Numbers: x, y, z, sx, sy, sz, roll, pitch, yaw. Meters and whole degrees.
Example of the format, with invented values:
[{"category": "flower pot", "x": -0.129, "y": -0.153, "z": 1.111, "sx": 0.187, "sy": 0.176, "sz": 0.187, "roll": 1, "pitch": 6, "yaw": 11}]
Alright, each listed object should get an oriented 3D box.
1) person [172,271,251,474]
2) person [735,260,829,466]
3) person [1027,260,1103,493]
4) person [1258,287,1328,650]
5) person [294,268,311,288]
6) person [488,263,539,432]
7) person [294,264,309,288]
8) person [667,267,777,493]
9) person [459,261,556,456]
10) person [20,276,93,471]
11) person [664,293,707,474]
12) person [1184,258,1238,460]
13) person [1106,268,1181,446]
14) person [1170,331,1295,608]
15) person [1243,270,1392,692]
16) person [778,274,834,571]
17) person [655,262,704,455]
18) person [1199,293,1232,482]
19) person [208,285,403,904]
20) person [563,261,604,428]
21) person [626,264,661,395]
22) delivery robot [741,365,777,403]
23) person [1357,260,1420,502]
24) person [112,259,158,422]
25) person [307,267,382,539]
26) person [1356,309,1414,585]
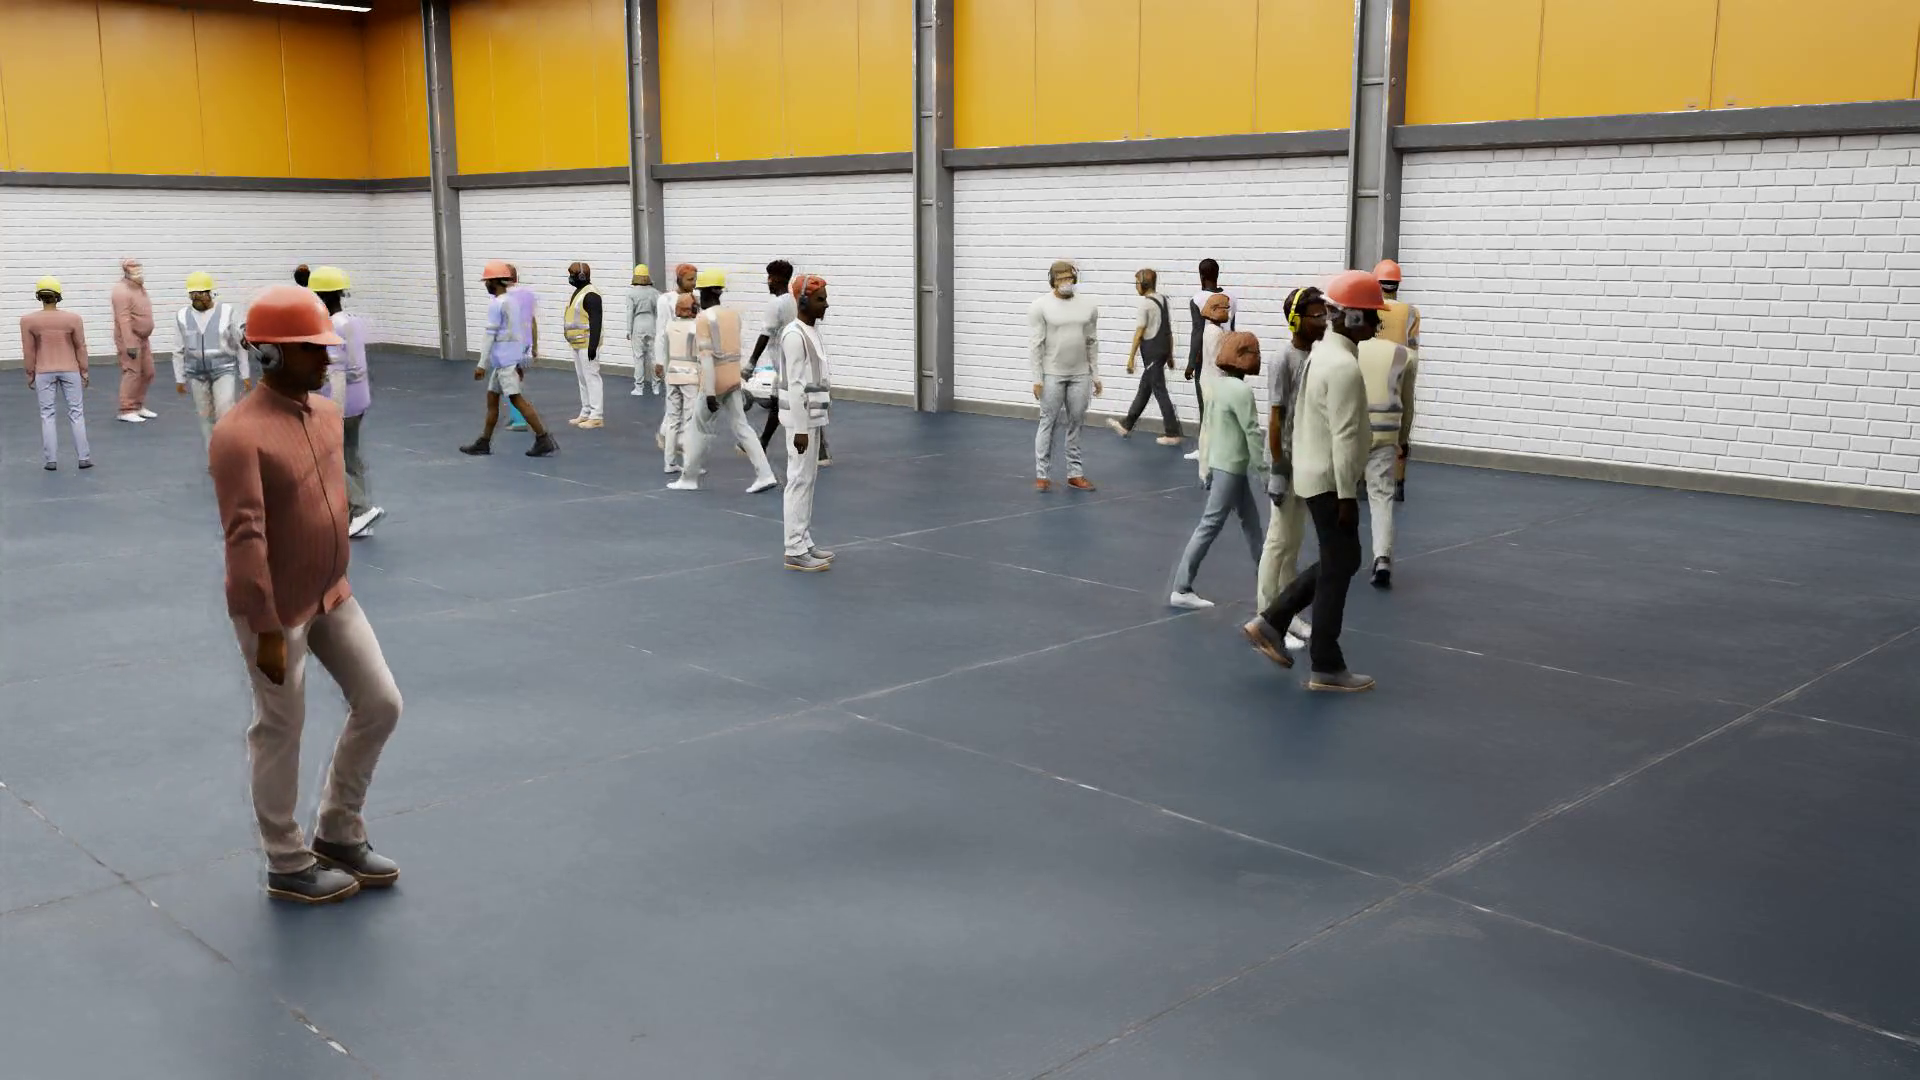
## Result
[{"category": "person", "x": -6.686, "y": -1.482, "z": 14.834, "sx": 0.629, "sy": 1.814, "sz": 0.440, "roll": -1, "pitch": 10, "yaw": -6}, {"category": "person", "x": -1.645, "y": -1.643, "z": 15.477, "sx": 1.035, "sy": 1.905, "sz": 0.613, "roll": 3, "pitch": 11, "yaw": 17}, {"category": "person", "x": 0.873, "y": -1.356, "z": 13.867, "sx": 0.675, "sy": 1.925, "sz": 0.358, "roll": -4, "pitch": 11, "yaw": -20}, {"category": "person", "x": 1.758, "y": -0.378, "z": 8.675, "sx": 0.329, "sy": 1.871, "sz": 0.513, "roll": 7, "pitch": 13, "yaw": 34}, {"category": "person", "x": -9.152, "y": -2.992, "z": 23.478, "sx": 0.824, "sy": 1.655, "sz": 0.554, "roll": -4, "pitch": 11, "yaw": -22}, {"category": "person", "x": -4.948, "y": -2.097, "z": 18.160, "sx": 0.629, "sy": 1.822, "sz": 0.582, "roll": 7, "pitch": 12, "yaw": 32}, {"category": "person", "x": -11.212, "y": -3.894, "z": 28.484, "sx": 0.279, "sy": 1.634, "sz": 0.498, "roll": -8, "pitch": 13, "yaw": -38}, {"category": "person", "x": -1.969, "y": -1.310, "z": 13.760, "sx": 1.013, "sy": 1.879, "sz": 0.593, "roll": 6, "pitch": 12, "yaw": 29}, {"category": "person", "x": -4.378, "y": -1.737, "z": 16.046, "sx": 0.983, "sy": 1.896, "sz": 0.560, "roll": 0, "pitch": 10, "yaw": 3}, {"category": "person", "x": -8.222, "y": -1.514, "z": 15.149, "sx": 0.523, "sy": 1.769, "sz": 0.310, "roll": -5, "pitch": 12, "yaw": -26}, {"category": "person", "x": -2.444, "y": -1.385, "z": 14.846, "sx": 0.517, "sy": 1.621, "sz": 0.334, "roll": 6, "pitch": 12, "yaw": 32}, {"category": "person", "x": 2.391, "y": -1.709, "z": 15.813, "sx": 0.587, "sy": 1.914, "sz": 0.391, "roll": -8, "pitch": 13, "yaw": -39}, {"category": "person", "x": 1.881, "y": -1.871, "z": 17.024, "sx": 0.975, "sy": 1.789, "sz": 0.526, "roll": 7, "pitch": 13, "yaw": 35}, {"category": "person", "x": 1.610, "y": -0.392, "z": 9.521, "sx": 0.866, "sy": 1.587, "sz": 0.505, "roll": 0, "pitch": 10, "yaw": -2}, {"category": "person", "x": 1.704, "y": -0.259, "z": 7.744, "sx": 0.541, "sy": 1.978, "sz": 0.631, "roll": 1, "pitch": 10, "yaw": 5}, {"category": "person", "x": -0.988, "y": -0.750, "z": 10.659, "sx": 0.337, "sy": 1.882, "sz": 0.585, "roll": 1, "pitch": 10, "yaw": 4}, {"category": "person", "x": -2.675, "y": -1.740, "z": 16.090, "sx": 0.408, "sy": 1.868, "sz": 0.600, "roll": 8, "pitch": 13, "yaw": 36}, {"category": "person", "x": 2.217, "y": -1.315, "z": 14.425, "sx": 0.281, "sy": 1.633, "sz": 0.500, "roll": 1, "pitch": 10, "yaw": 4}, {"category": "person", "x": -2.021, "y": 0.199, "z": 5.220, "sx": 0.545, "sy": 1.975, "sz": 0.657, "roll": 2, "pitch": 11, "yaw": 13}, {"category": "person", "x": -4.181, "y": -2.164, "z": 18.490, "sx": 0.429, "sy": 1.841, "sz": 0.634, "roll": -6, "pitch": 12, "yaw": -29}, {"category": "person", "x": -4.251, "y": -2.818, "z": 22.319, "sx": 0.493, "sy": 1.743, "sz": 0.300, "roll": -6, "pitch": 12, "yaw": -31}, {"category": "delivery robot", "x": -2.314, "y": -1.875, "z": 20.166, "sx": 0.707, "sy": 0.478, "sz": 0.477, "roll": 7, "pitch": 12, "yaw": 34}, {"category": "person", "x": 3.392, "y": -1.270, "z": 13.351, "sx": 0.550, "sy": 1.935, "sz": 0.375, "roll": -1, "pitch": 10, "yaw": -8}, {"category": "person", "x": -9.449, "y": -2.269, "z": 18.995, "sx": 0.500, "sy": 1.866, "sz": 0.668, "roll": 0, "pitch": 10, "yaw": -2}, {"category": "person", "x": -4.332, "y": -0.935, "z": 11.582, "sx": 0.416, "sy": 1.912, "sz": 0.620, "roll": -2, "pitch": 10, "yaw": -8}, {"category": "person", "x": 2.516, "y": -0.636, "z": 10.308, "sx": 0.600, "sy": 1.799, "sz": 0.910, "roll": 1, "pitch": 10, "yaw": 6}]
